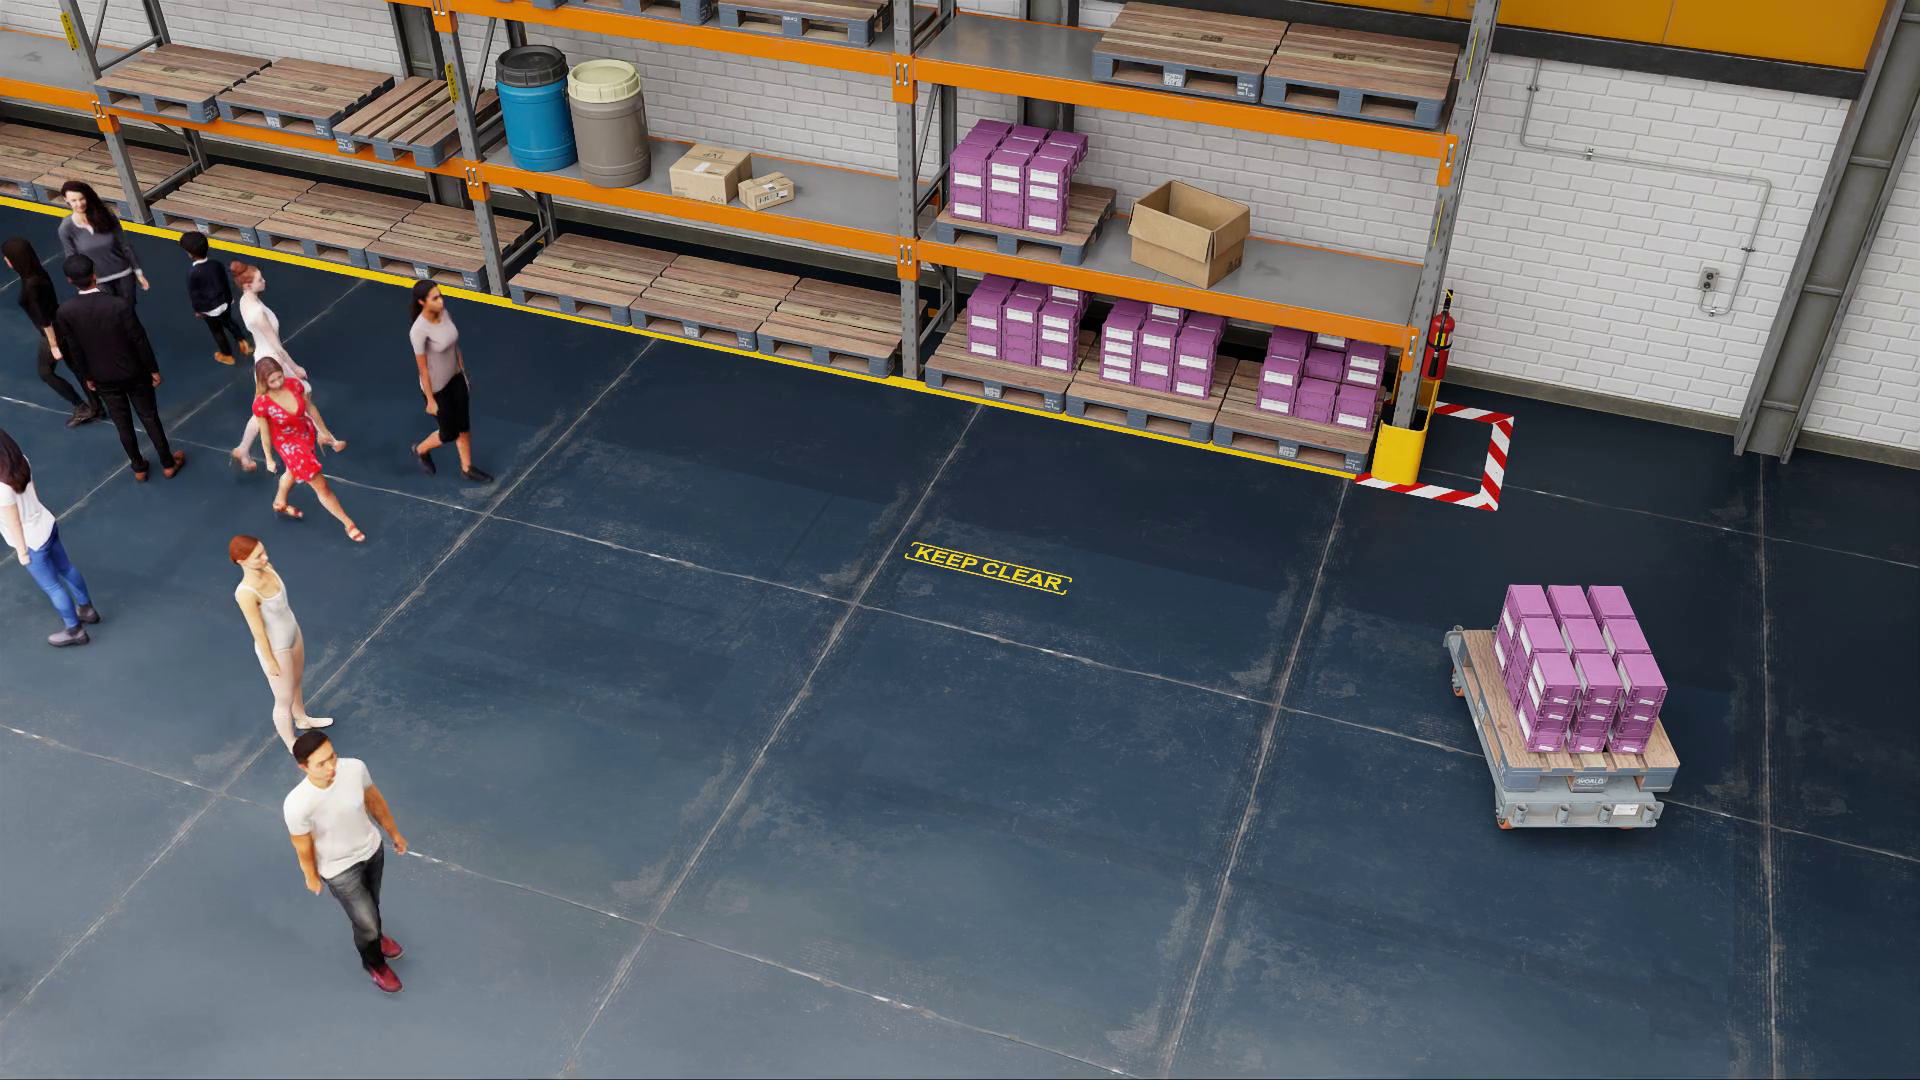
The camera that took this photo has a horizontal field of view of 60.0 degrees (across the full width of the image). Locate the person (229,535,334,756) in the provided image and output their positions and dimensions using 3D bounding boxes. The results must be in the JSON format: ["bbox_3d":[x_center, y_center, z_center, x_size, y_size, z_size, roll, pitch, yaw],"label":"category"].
[{"bbox_3d":[-4.170,0.626,10.150,0.586,1.643,0.613,-1,39,-1],"label":"person"}]

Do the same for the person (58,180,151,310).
[{"bbox_3d":[-6.951,-2.141,13.552,0.952,1.721,1.177,-30,47,-32],"label":"person"}]

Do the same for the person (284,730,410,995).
[{"bbox_3d":[-3.290,1.626,8.783,0.728,1.786,0.684,18,42,21],"label":"person"}]

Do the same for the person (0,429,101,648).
[{"bbox_3d":[-6.055,-0.014,10.920,0.686,1.682,0.674,-6,39,-8],"label":"person"}]

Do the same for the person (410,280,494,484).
[{"bbox_3d":[-3.893,-1.157,12.308,0.811,1.737,0.611,12,40,15],"label":"person"}]

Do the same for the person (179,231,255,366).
[{"bbox_3d":[-6.137,-1.975,13.749,0.635,1.216,0.545,19,43,23],"label":"person"}]

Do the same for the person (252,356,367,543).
[{"bbox_3d":[-4.800,-0.670,11.855,1.078,1.541,0.699,15,41,18],"label":"person"}]

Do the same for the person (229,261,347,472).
[{"bbox_3d":[-5.221,-1.218,12.374,1.099,1.750,1.021,-16,41,-19],"label":"person"}]

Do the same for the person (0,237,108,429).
[{"bbox_3d":[-6.973,-1.621,12.974,0.734,1.630,0.705,-9,39,-11],"label":"person"}]

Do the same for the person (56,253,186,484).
[{"bbox_3d":[-6.237,-1.255,12.314,0.712,1.882,0.831,-9,39,-11],"label":"person"}]
